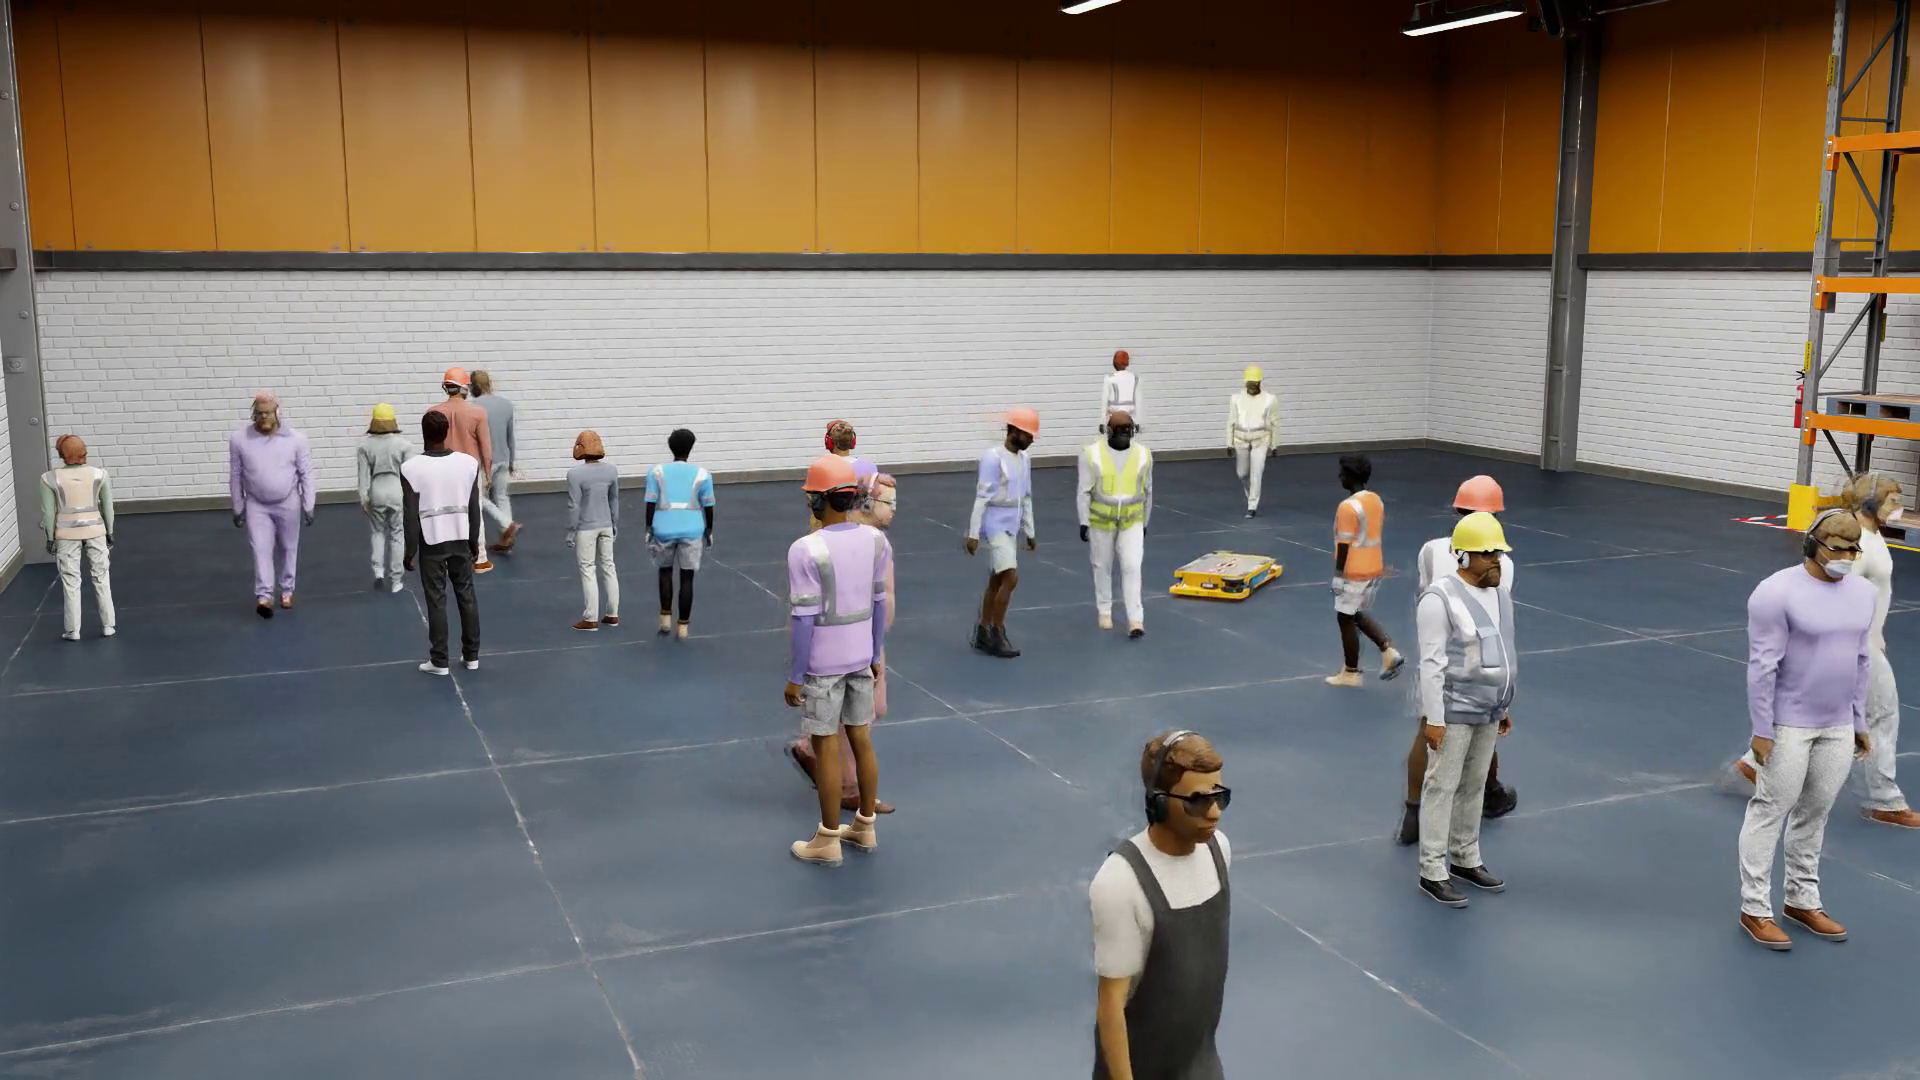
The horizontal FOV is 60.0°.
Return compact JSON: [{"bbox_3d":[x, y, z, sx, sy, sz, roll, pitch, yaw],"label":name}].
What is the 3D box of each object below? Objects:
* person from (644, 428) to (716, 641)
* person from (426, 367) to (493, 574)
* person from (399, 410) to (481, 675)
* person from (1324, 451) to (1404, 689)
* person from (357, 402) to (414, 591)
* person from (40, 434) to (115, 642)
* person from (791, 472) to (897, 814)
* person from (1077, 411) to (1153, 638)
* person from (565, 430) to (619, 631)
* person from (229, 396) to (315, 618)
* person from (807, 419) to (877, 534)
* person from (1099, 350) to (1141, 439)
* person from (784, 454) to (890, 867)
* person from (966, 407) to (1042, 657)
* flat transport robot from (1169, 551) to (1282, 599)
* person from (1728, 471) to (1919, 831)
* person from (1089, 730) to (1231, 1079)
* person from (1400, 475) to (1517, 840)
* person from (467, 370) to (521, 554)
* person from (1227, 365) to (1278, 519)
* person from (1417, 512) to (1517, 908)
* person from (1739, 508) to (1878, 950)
[{"bbox_3d":[-2.221,-0.052,13.235,0.560,1.670,0.564,-1,9,-8],"label":"person"},{"bbox_3d":[-4.812,-0.666,16.020,0.623,1.990,0.390,-1,9,-5],"label":"person"},{"bbox_3d":[-3.752,0.023,12.072,0.590,1.920,0.399,-8,12,-40],"label":"person"},{"bbox_3d":[2.806,0.224,11.567,0.434,1.681,0.550,7,12,36],"label":"person"},{"bbox_3d":[-5.197,-0.390,15.148,0.488,1.732,0.373,-1,9,-9],"label":"person"},{"bbox_3d":[-6.954,-0.017,13.146,0.514,1.645,0.309,-7,12,-38],"label":"person"},{"bbox_3d":[-0.620,0.552,9.031,0.582,1.878,0.652,3,10,17],"label":"person"},{"bbox_3d":[1.251,-0.117,13.290,0.636,1.795,0.954,0,9,-2],"label":"person"},{"bbox_3d":[-2.992,-0.078,13.546,0.266,1.632,0.509,7,12,38],"label":"person"},{"bbox_3d":[-5.811,-0.280,14.072,0.673,1.855,0.960,-4,10,-21],"label":"person"},{"bbox_3d":[-0.853,0.045,12.160,0.566,1.846,0.389,-7,11,-35],"label":"person"},{"bbox_3d":[2.157,-1.607,22.158,0.584,1.855,0.884,-5,11,-28],"label":"person"},{"bbox_3d":[-0.628,0.592,8.249,0.375,2.043,0.611,8,13,42],"label":"person"},{"bbox_3d":[0.366,-0.060,12.655,0.645,1.888,0.629,6,11,34],"label":"person"},{"bbox_3d":[2.461,0.311,15.305,0.652,0.197,1.431,4,10,25],"label":"flat transport robot"},{"bbox_3d":[4.698,0.562,8.899,0.983,1.902,0.617,5,11,28],"label":"person"},{"bbox_3d":[0.551,1.367,4.309,0.528,1.787,0.980,-8,12,-39],"label":"person"},{"bbox_3d":[2.617,0.601,8.677,0.563,1.884,0.992,9,13,44],"label":"person"},{"bbox_3d":[-4.735,-0.767,16.884,0.542,1.909,0.699,5,11,29],"label":"person"},{"bbox_3d":[3.480,-1.184,19.736,0.596,1.800,0.778,4,10,23],"label":"person"},{"bbox_3d":[2.380,0.775,7.767,0.588,1.835,0.403,-7,12,-37],"label":"person"},{"bbox_3d":[3.705,0.811,7.260,0.627,1.933,0.374,-3,10,-16],"label":"person"}]
